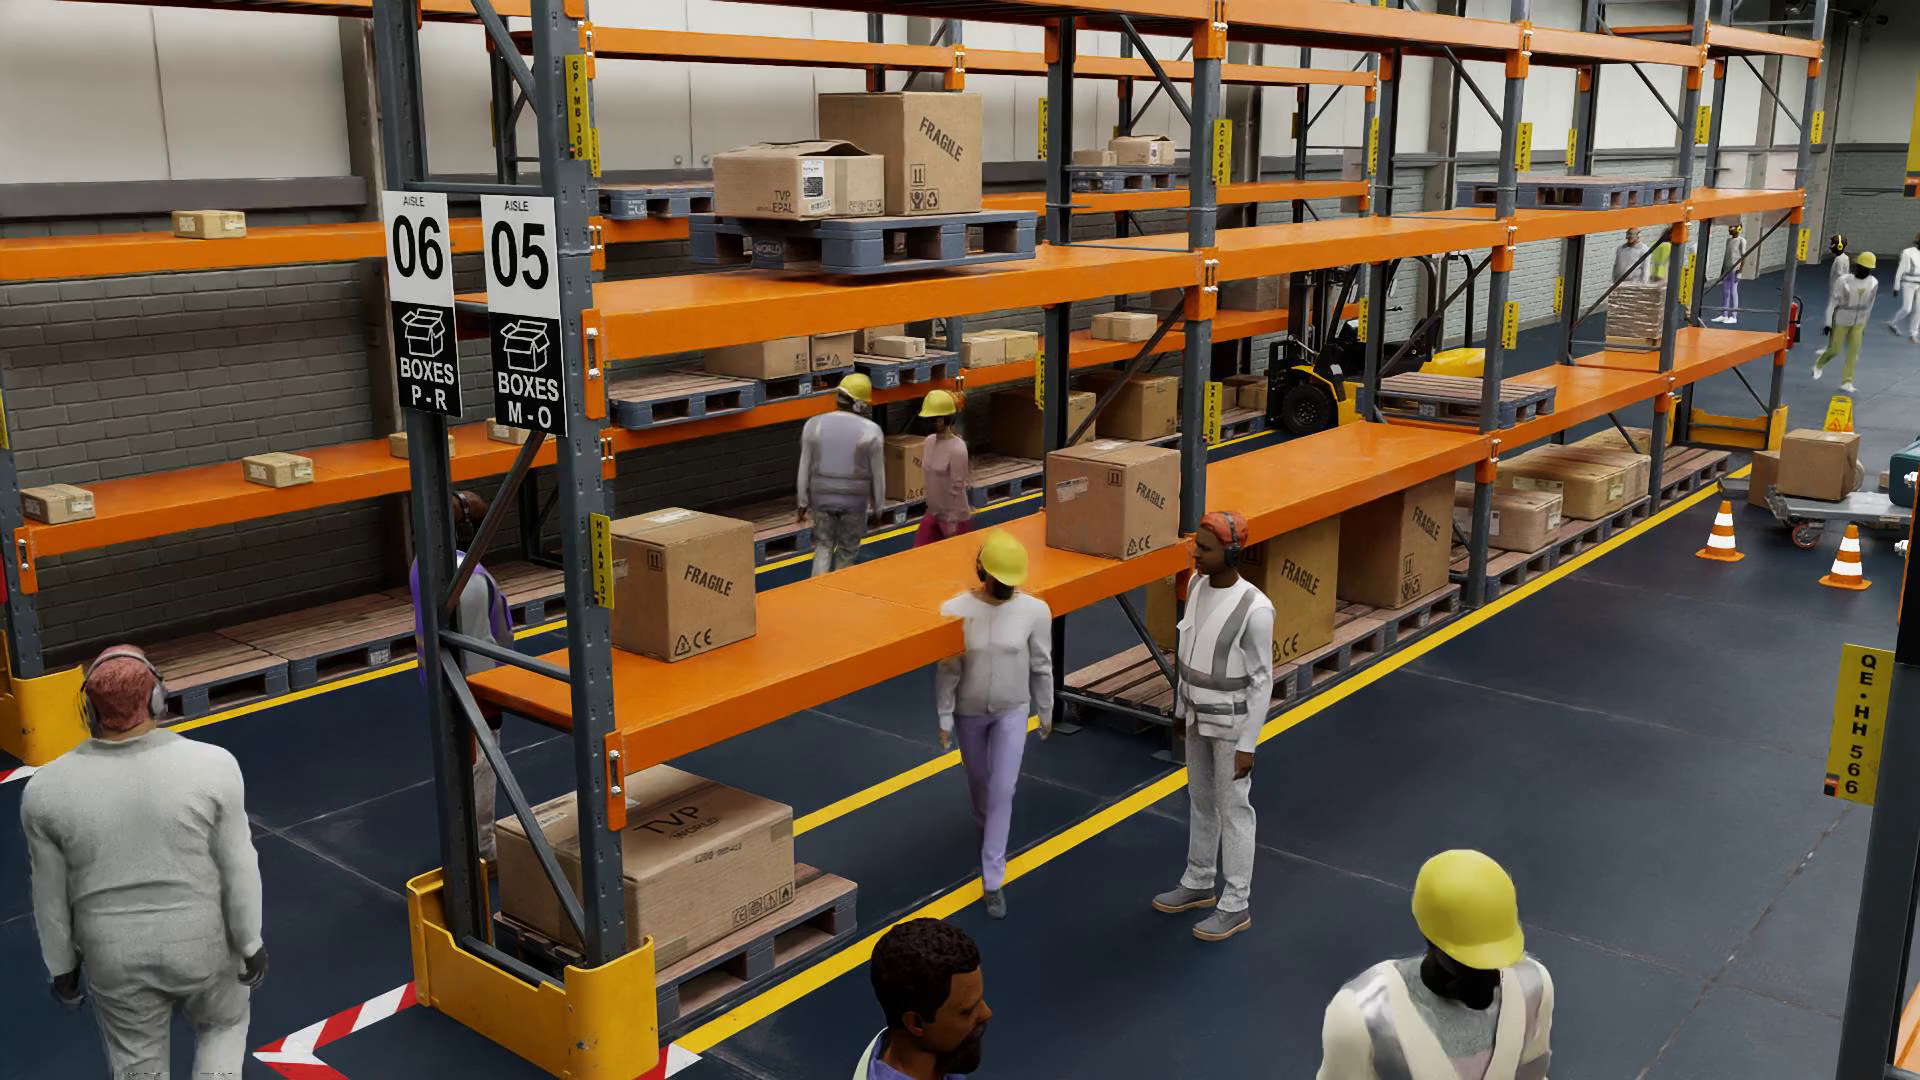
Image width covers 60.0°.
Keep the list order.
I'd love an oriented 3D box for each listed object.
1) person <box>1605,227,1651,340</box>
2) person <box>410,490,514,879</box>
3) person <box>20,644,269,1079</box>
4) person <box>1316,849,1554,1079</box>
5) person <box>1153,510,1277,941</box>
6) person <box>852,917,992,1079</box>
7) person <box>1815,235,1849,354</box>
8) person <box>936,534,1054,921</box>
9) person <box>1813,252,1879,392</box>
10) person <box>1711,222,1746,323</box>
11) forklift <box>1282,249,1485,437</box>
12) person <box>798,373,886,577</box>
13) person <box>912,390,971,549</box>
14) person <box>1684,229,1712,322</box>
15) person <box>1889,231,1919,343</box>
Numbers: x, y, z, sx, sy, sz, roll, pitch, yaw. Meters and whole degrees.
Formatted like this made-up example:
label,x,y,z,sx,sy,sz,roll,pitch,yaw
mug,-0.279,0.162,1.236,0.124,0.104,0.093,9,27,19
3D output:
label,x,y,z,sx,sy,sz,roll,pitch,yaw
person,11.097,-4.248,27.641,0.408,1.905,0.654,-9,16,-32
person,-2.293,0.673,7.763,0.429,1.837,0.628,-10,17,-35
person,-2.538,1.252,5.262,0.663,1.898,0.415,-3,14,-13
person,1.106,1.577,3.991,0.603,1.888,0.652,-6,15,-23
person,1.107,0.790,7.177,0.354,1.883,0.572,-6,15,-25
person,-0.095,1.680,3.482,0.391,1.920,0.593,0,14,1
person,13.708,-3.835,26.063,0.334,1.860,0.509,8,16,30
person,0.165,0.780,7.643,0.523,1.717,0.907,1,14,3
person,12.024,-2.984,22.560,0.605,1.886,0.782,0,14,-1
person,14.067,-4.896,30.355,0.319,1.871,0.532,-4,14,-14
forklift,4.886,-2.214,18.767,2.313,2.155,1.214,11,18,38
person,-0.822,-0.282,11.725,0.618,1.798,0.410,2,14,9
person,-0.117,-0.145,11.256,0.456,1.752,0.525,-10,17,-34
person,13.572,-4.876,30.531,0.560,1.743,0.338,-12,18,-41
person,15.795,-4.210,27.575,0.629,1.865,0.549,0,14,-1
